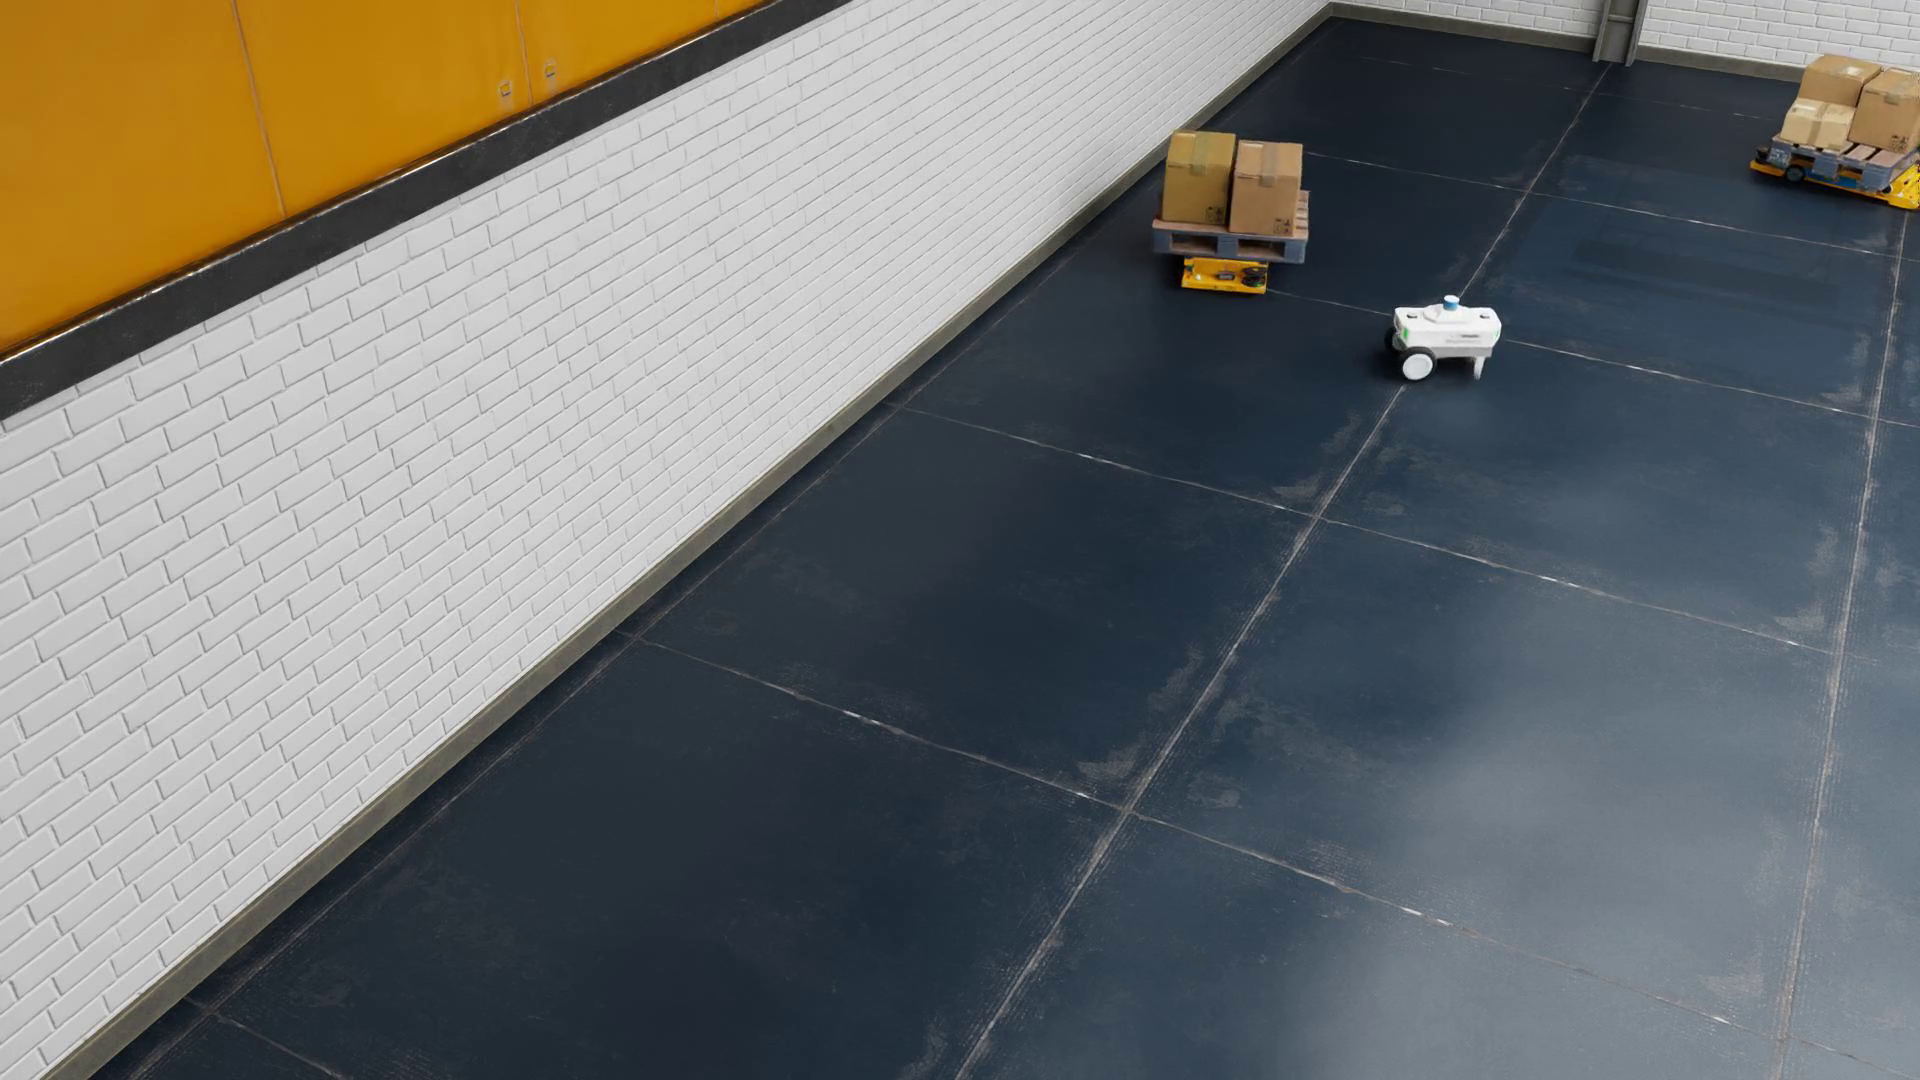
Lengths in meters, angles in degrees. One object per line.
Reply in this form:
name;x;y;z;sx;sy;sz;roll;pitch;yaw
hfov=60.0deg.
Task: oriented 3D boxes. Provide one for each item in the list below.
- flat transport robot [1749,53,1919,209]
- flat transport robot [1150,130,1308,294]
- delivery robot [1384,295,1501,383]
flat transport robot;7.934;-3.316;14.912;1.431;0.231;0.659;27;42;34
flat transport robot;2.186;-2.396;13.543;0.659;0.231;1.431;6;34;9
delivery robot;3.446;-1.462;11.882;0.749;0.578;0.505;0;34;0
